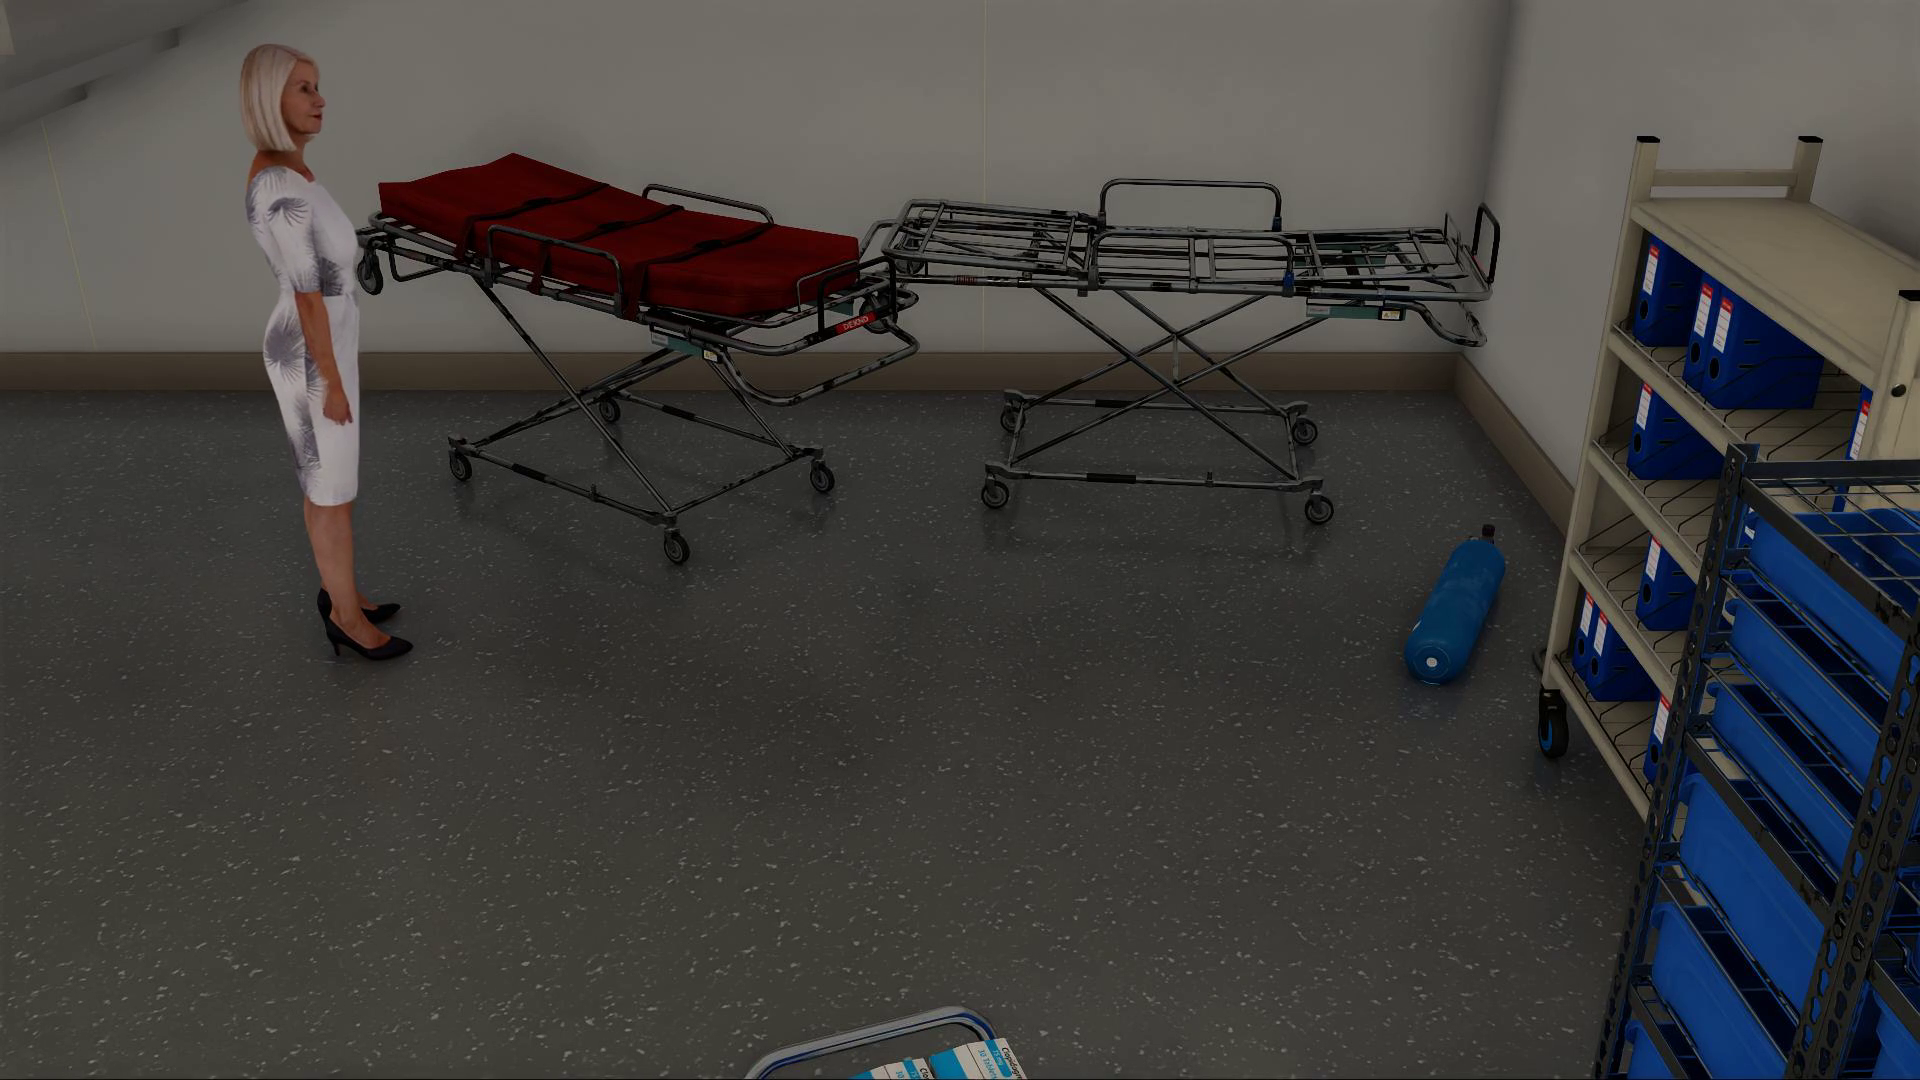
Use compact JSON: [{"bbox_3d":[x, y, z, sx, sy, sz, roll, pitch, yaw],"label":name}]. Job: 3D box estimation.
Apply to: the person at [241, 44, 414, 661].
[{"bbox_3d":[-1.817,-0.498,4.692,0.629,1.749,0.632,-10,27,-20],"label":"person"}]
